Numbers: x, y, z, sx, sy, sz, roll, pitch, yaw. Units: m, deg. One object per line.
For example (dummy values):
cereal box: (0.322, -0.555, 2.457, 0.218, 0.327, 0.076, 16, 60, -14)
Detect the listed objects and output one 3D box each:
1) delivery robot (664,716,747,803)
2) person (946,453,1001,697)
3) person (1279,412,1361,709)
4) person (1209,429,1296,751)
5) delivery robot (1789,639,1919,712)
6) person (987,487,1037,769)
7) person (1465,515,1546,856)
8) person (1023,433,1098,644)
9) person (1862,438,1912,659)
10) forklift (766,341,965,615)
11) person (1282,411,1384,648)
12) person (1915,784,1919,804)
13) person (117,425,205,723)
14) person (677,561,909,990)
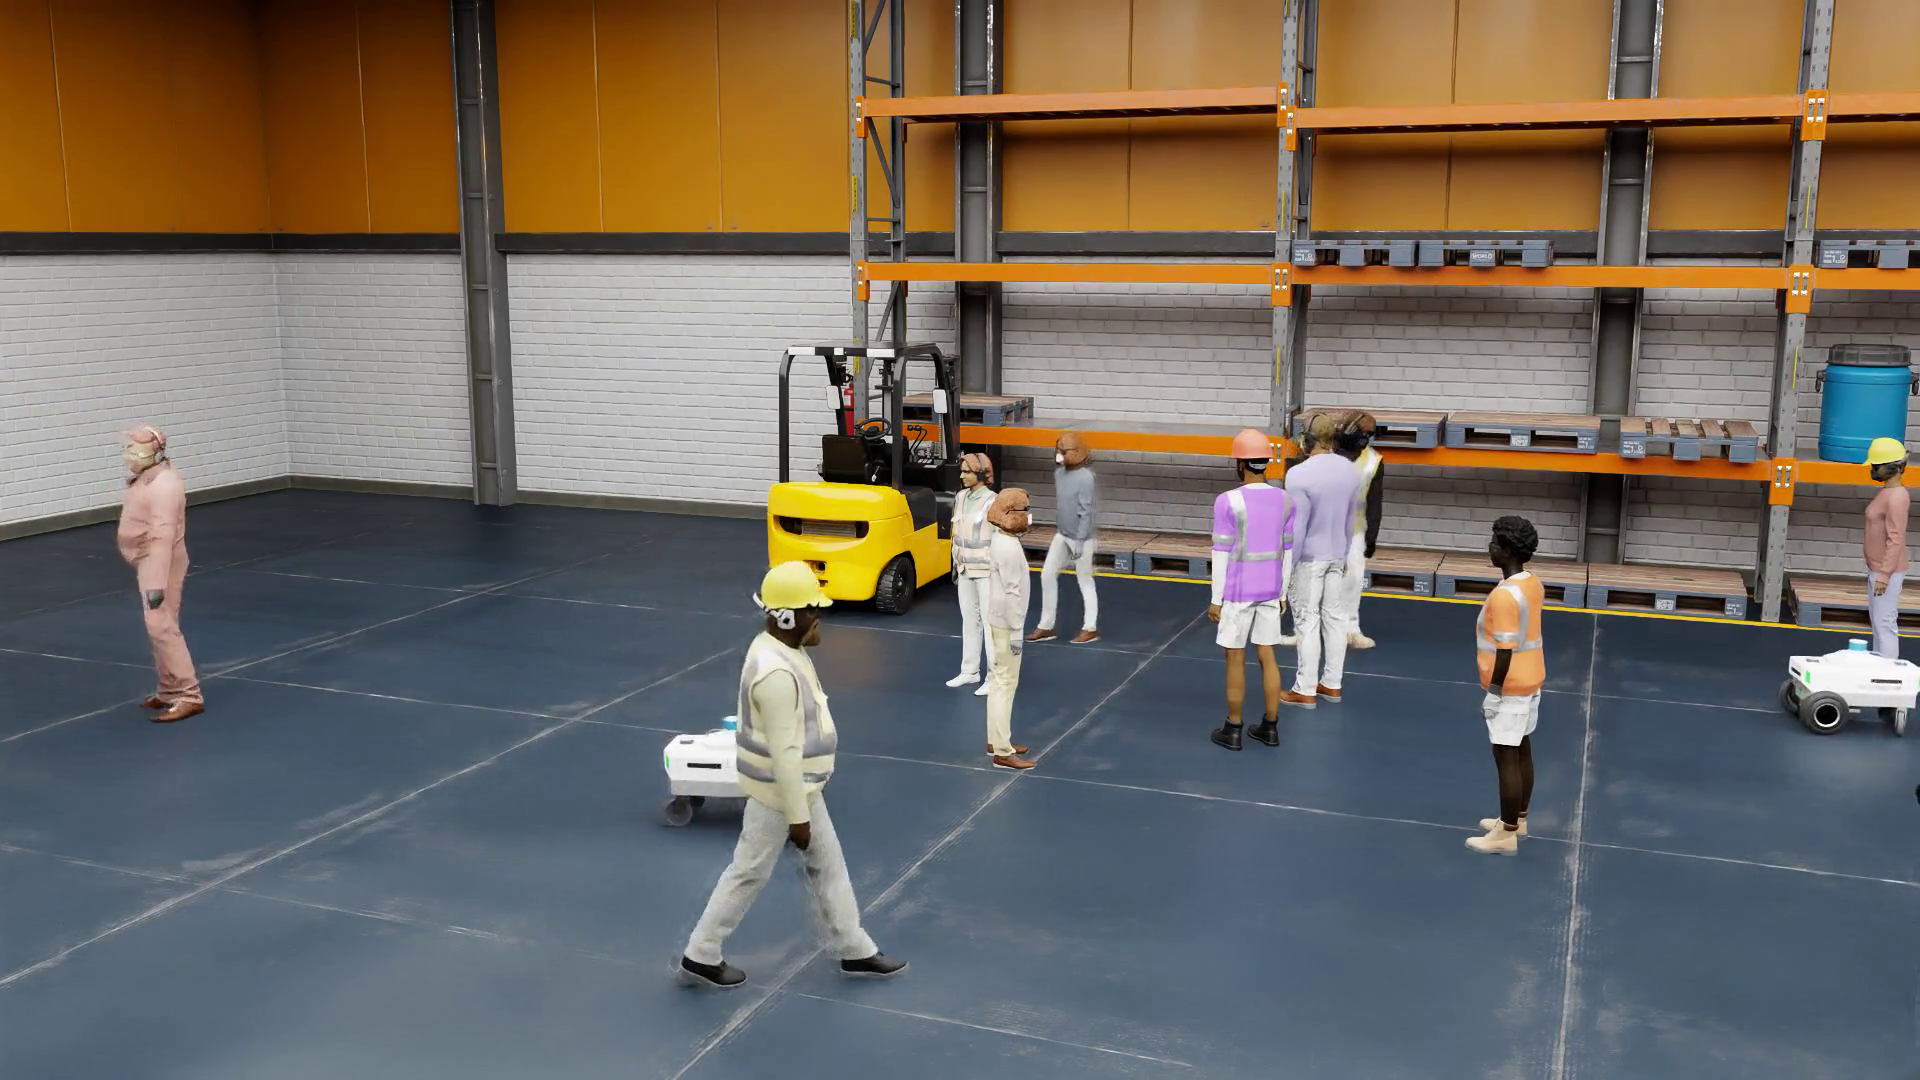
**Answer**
delivery robot: (-1.178, 1.164, 8.711, 0.707, 0.478, 0.477, 1, 10, 6)
person: (0.120, 0.225, 11.185, 0.310, 1.638, 0.522, -7, 13, -36)
person: (2.326, 0.135, 10.862, 0.635, 1.935, 0.362, -7, 13, -35)
person: (1.733, 0.299, 9.986, 0.539, 1.929, 0.392, -4, 11, -24)
delivery robot: (5.589, 0.864, 10.385, 0.707, 0.478, 0.477, 2, 10, 8)
person: (0.291, 0.503, 9.650, 0.273, 1.632, 0.507, -1, 10, -5)
person: (2.727, 0.719, 8.272, 0.322, 1.697, 0.531, 7, 12, 33)
person: (0.773, 0.005, 12.479, 0.651, 1.611, 0.513, -7, 12, -33)
person: (6.081, 0.200, 10.995, 0.322, 1.761, 0.522, 4, 11, 22)
forklift: (-0.739, -0.602, 14.246, 1.214, 2.155, 2.313, 4, 11, 21)
person: (2.763, -0.066, 12.386, 0.724, 1.807, 0.433, 2, 10, 12)
person: (4.142, 0.958, 6.455, 0.593, 1.877, 1.001, 1, 10, 6)
person: (-5.125, 0.206, 10.625, 0.427, 1.887, 0.696, -5, 11, -28)
person: (-0.723, 0.963, 6.685, 0.941, 1.786, 0.602, 0, 10, -1)
